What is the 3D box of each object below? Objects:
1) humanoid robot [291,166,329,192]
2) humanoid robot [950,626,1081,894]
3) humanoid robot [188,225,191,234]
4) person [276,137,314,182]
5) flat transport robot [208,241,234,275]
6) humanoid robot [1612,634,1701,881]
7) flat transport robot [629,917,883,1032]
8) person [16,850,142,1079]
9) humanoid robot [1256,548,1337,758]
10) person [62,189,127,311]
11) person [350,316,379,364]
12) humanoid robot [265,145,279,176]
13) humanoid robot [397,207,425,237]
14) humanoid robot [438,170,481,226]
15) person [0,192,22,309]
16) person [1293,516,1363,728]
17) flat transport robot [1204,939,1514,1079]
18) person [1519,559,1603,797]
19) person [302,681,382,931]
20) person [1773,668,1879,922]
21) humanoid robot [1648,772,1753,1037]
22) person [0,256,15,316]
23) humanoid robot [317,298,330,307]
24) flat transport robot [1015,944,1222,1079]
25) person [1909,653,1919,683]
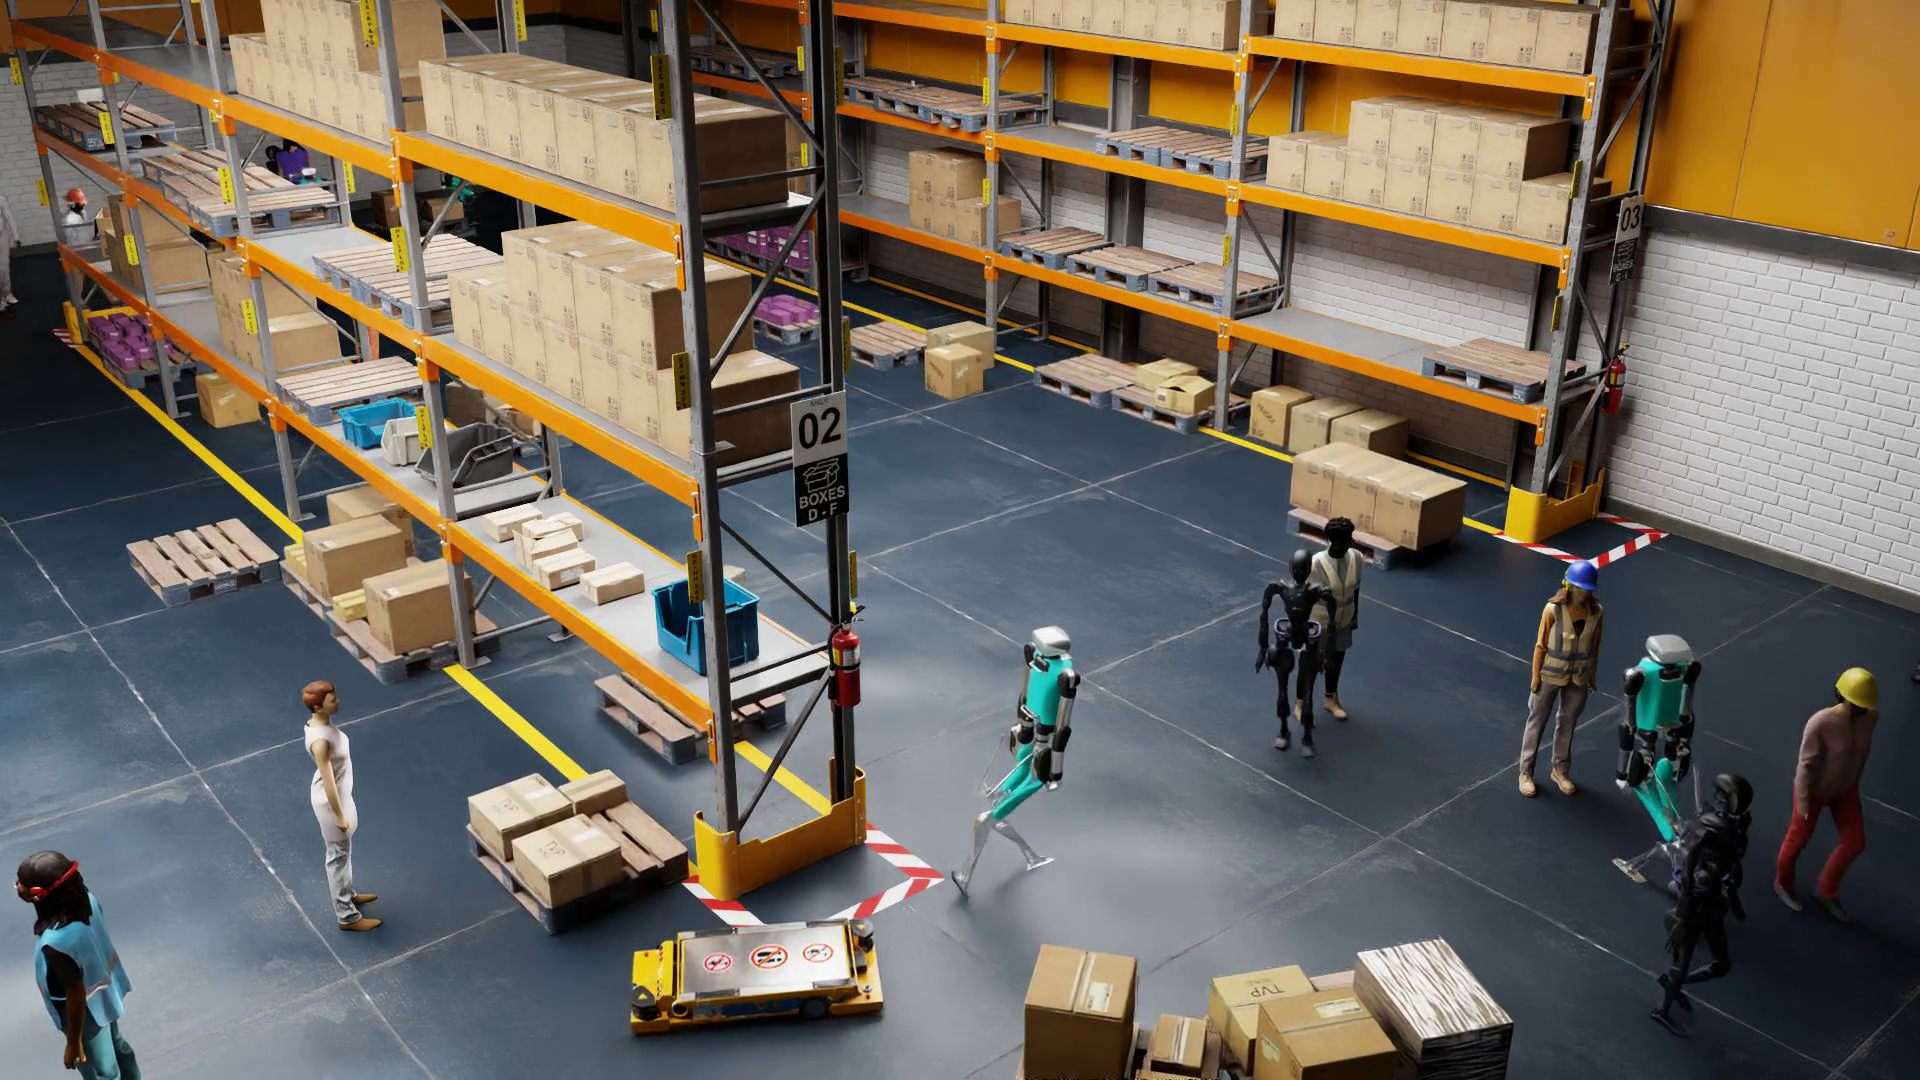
[{"bbox_3d":[-9.575,-4.632,24.542,0.532,1.812,0.691,-18,29,-36],"label":"humanoid robot"},{"bbox_3d":[0.253,1.436,10.496,0.949,1.773,0.550,-12,26,-26],"label":"humanoid robot"},{"bbox_3d":[-11.018,-4.040,23.154,0.768,1.783,0.541,-3,23,-6],"label":"humanoid robot"},{"bbox_3d":[-10.541,-5.595,26.504,0.529,1.931,0.410,-11,26,-23],"label":"person"},{"bbox_3d":[-10.643,-3.949,24.787,1.431,0.231,0.659,-10,25,-23],"label":"flat transport robot"},{"bbox_3d":[4.465,1.533,10.259,0.547,1.768,0.957,-7,24,-16],"label":"humanoid robot"},{"bbox_3d":[-1.195,2.546,9.748,1.431,0.231,0.659,-3,24,-8],"label":"flat transport robot"},{"bbox_3d":[-4.300,2.341,8.210,0.390,1.865,0.520,-5,24,-12],"label":"person"},{"bbox_3d":[2.445,0.790,12.042,0.584,1.634,0.390,6,24,14],"label":"humanoid robot"},{"bbox_3d":[-12.118,-4.018,23.118,0.775,1.711,0.578,3,23,6],"label":"person"},{"bbox_3d":[-7.182,-2.726,20.079,0.498,1.759,0.332,13,27,28],"label":"person"},{"bbox_3d":[-10.810,-5.494,26.636,0.608,1.668,0.410,14,27,29],"label":"humanoid robot"},{"bbox_3d":[-7.997,-4.486,24.269,0.339,1.650,0.609,-21,31,-39],"label":"humanoid robot"},{"bbox_3d":[-8.318,-5.985,27.728,1.076,1.746,0.551,9,25,21],"label":"humanoid robot"},{"bbox_3d":[-13.509,-4.192,23.304,0.650,1.881,0.729,-22,31,-40],"label":"person"},{"bbox_3d":[2.763,0.600,12.462,0.535,1.691,0.318,-10,25,-22],"label":"person"},{"bbox_3d":[1.995,2.962,8.783,0.659,0.231,1.431,-6,24,-13],"label":"flat transport robot"},{"bbox_3d":[4.185,0.953,11.530,0.459,1.779,0.306,-2,23,-4],"label":"person"},{"bbox_3d":[-3.801,1.609,10.160,0.286,1.660,0.439,-9,25,-19],"label":"person"},{"bbox_3d":[5.352,1.562,10.161,0.548,1.737,0.596,-6,24,-14],"label":"person"},{"bbox_3d":[4.101,2.006,9.220,0.591,1.645,0.376,-16,28,-32],"label":"humanoid robot"},{"bbox_3d":[-13.472,-3.977,22.854,0.568,1.852,0.594,2,23,5],"label":"person"},{"bbox_3d":[-9.197,-4.013,23.188,0.510,1.643,0.614,-2,23,-5],"label":"humanoid robot"},{"bbox_3d":[0.865,3.106,8.452,1.431,0.231,0.659,5,24,12],"label":"flat transport robot"},{"bbox_3d":[7.811,0.258,12.963,0.547,1.926,0.379,15,27,30],"label":"person"}]
